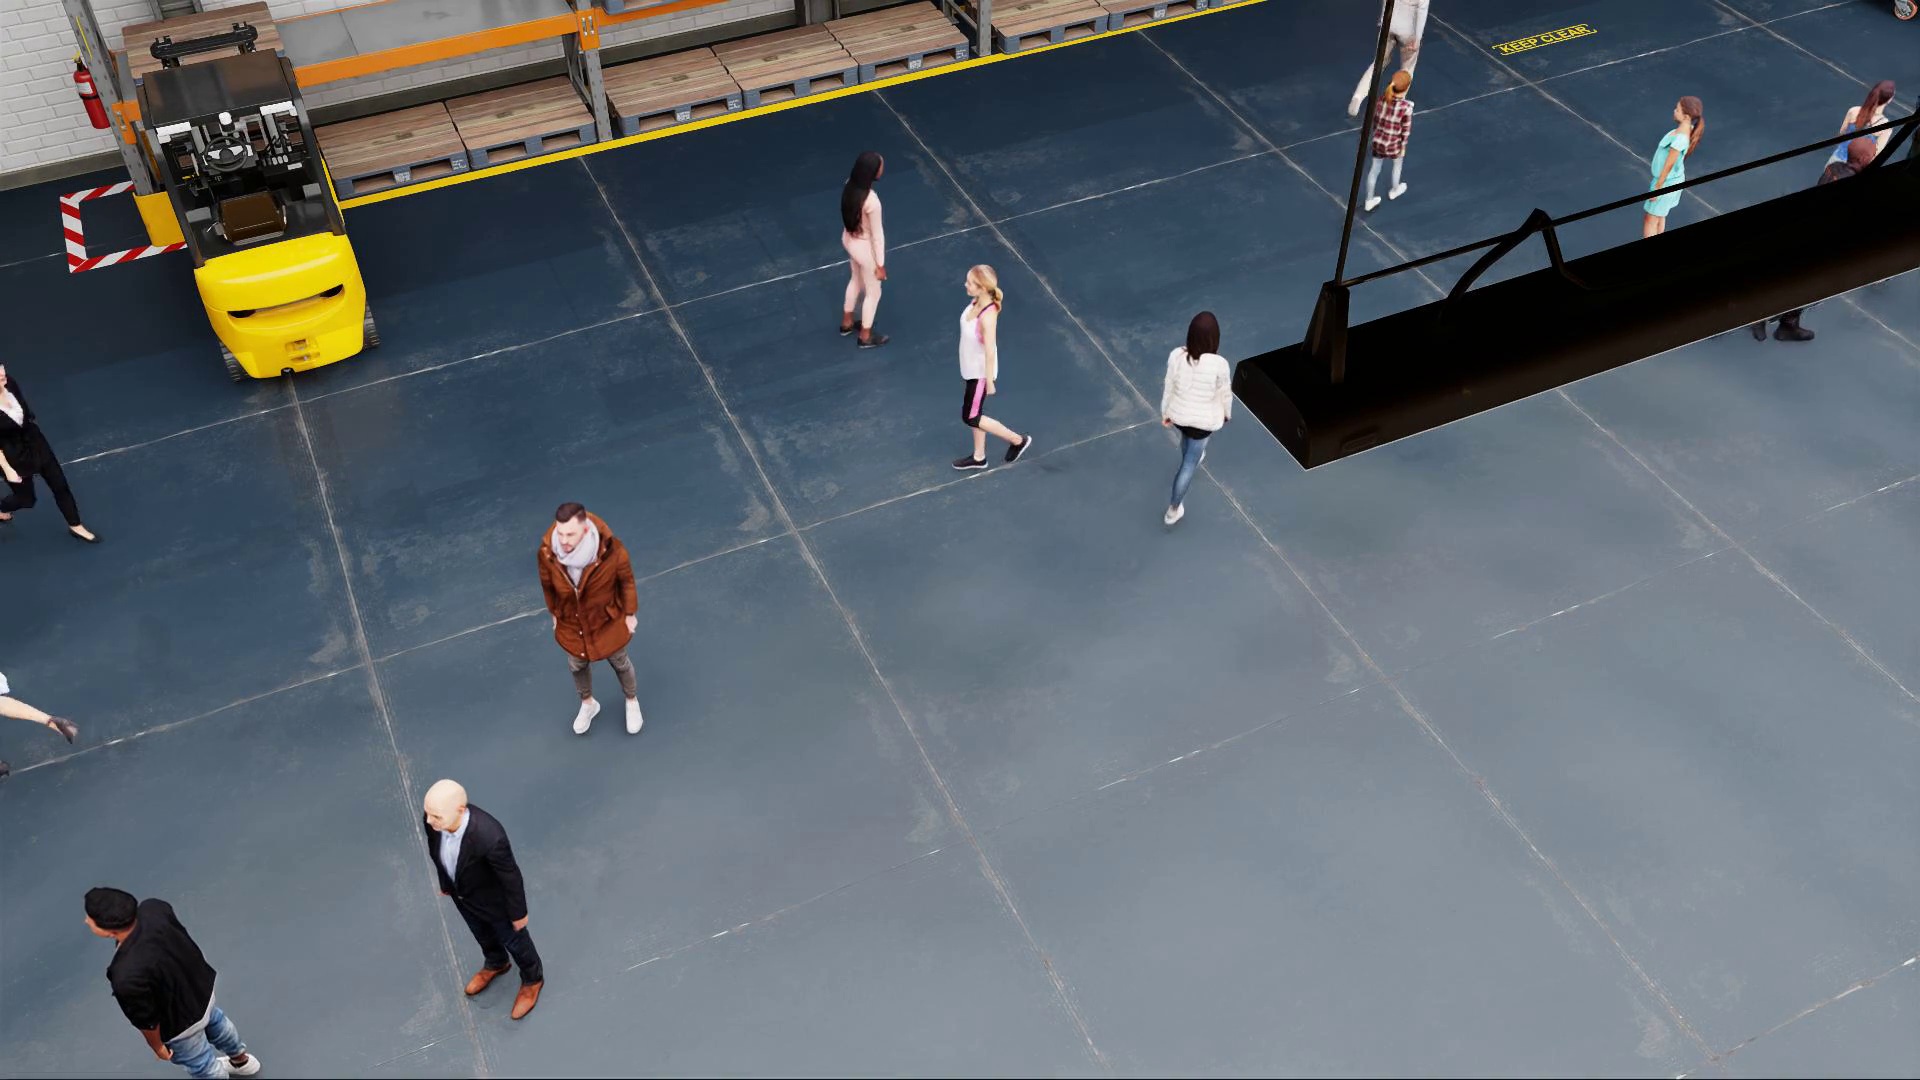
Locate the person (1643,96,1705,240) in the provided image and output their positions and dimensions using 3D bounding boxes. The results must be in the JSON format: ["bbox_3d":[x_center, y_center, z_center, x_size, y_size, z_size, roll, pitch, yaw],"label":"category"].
[{"bbox_3d":[5.874,-2.969,13.820,0.692,1.558,0.603,25,49,24],"label":"person"}]

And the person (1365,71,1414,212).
[{"bbox_3d":[3.709,-3.459,14.528,0.707,1.290,0.828,31,52,29],"label":"person"}]

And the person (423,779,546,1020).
[{"bbox_3d":[-2.470,1.820,8.619,0.771,1.798,0.796,20,47,19],"label":"person"}]

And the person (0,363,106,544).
[{"bbox_3d":[-6.412,-0.580,11.253,1.030,1.639,0.955,11,45,12],"label":"person"}]

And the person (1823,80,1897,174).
[{"bbox_3d":[7.401,-3.089,13.929,1.016,1.581,0.742,-32,52,-29],"label":"person"}]

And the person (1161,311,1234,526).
[{"bbox_3d":[1.605,-0.819,11.530,0.996,1.603,1.158,22,48,21],"label":"person"}]

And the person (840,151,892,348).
[{"bbox_3d":[-0.762,-2.254,12.961,0.592,1.706,0.641,-21,47,-21],"label":"person"}]

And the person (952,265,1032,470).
[{"bbox_3d":[0.231,-1.198,11.804,0.908,1.774,0.779,-3,44,-3],"label":"person"}]

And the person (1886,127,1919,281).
[{"bbox_3d":[7.947,-2.892,13.724,1.021,1.578,1.174,21,48,21],"label":"person"}]

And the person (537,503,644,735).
[{"bbox_3d":[-2.213,0.468,10.010,0.782,1.837,0.884,0,44,0],"label":"person"}]

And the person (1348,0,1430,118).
[{"bbox_3d":[4.056,-4.769,15.514,1.049,1.827,0.859,-31,51,-28],"label":"person"}]

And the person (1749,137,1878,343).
[{"bbox_3d":[6.602,-2.318,12.955,1.039,1.808,0.939,6,44,6],"label":"person"}]

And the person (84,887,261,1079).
[{"bbox_3d":[-3.838,2.251,8.159,0.753,1.808,0.776,-1,44,-1],"label":"person"}]
